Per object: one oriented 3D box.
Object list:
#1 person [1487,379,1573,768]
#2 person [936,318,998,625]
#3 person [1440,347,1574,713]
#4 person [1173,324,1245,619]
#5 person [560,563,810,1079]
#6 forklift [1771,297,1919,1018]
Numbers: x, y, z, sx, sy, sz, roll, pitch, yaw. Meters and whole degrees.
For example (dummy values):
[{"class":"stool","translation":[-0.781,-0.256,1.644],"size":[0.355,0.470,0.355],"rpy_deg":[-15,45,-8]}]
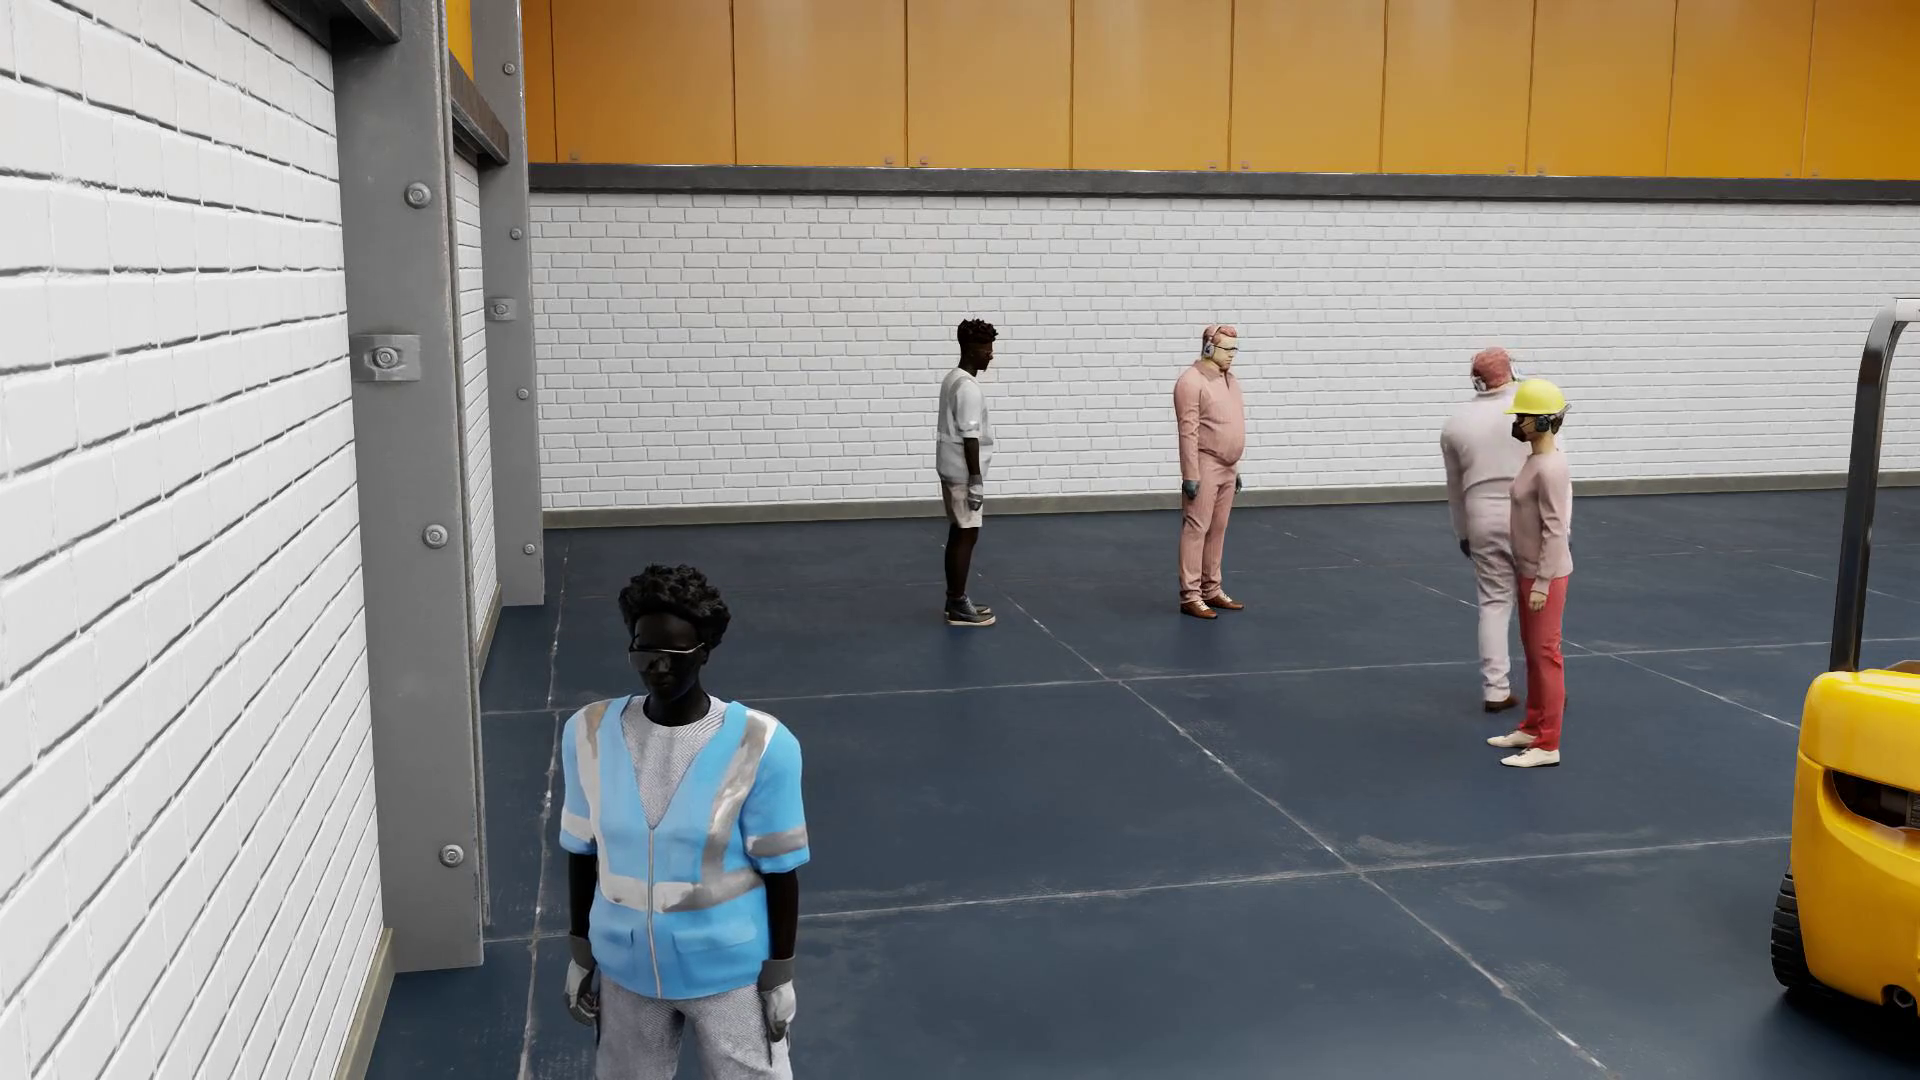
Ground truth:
[{"class":"person","translation":[2.610,0.154,7.573],"size":[0.330,1.769,0.526],"rpy_deg":[2,9,10]},{"class":"person","translation":[0.047,-0.424,10.554],"size":[0.388,1.952,0.611],"rpy_deg":[-2,10,-11]},{"class":"person","translation":[2.841,-0.060,8.602],"size":[0.727,1.858,0.657],"rpy_deg":[6,11,33]},{"class":"person","translation":[1.656,-0.451,10.857],"size":[0.409,1.903,0.638],"rpy_deg":[7,12,37]},{"class":"person","translation":[-0.568,0.874,3.422],"size":[0.534,1.694,0.320],"rpy_deg":[2,10,13]},{"class":"forklift","translation":[3.542,0.334,5.177],"size":[2.313,2.155,1.214],"rpy_deg":[-9,13,-43]}]
